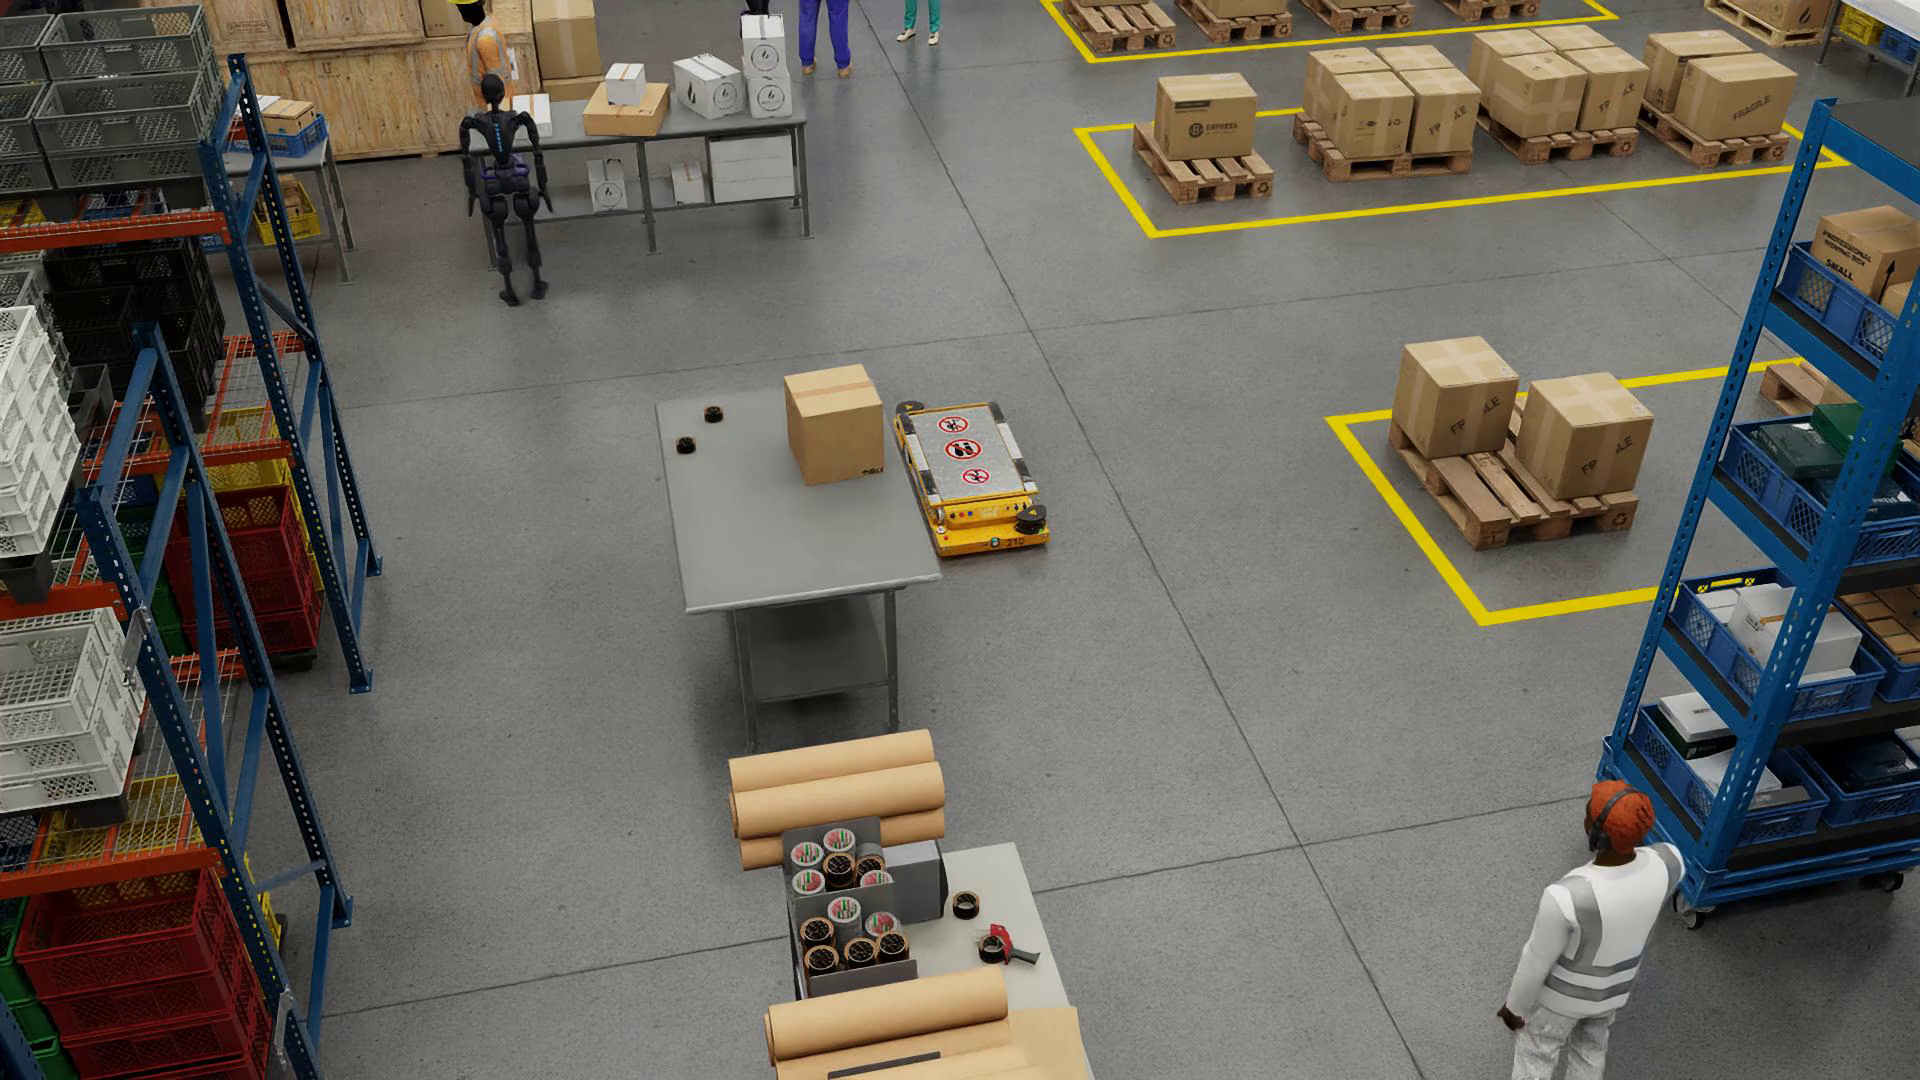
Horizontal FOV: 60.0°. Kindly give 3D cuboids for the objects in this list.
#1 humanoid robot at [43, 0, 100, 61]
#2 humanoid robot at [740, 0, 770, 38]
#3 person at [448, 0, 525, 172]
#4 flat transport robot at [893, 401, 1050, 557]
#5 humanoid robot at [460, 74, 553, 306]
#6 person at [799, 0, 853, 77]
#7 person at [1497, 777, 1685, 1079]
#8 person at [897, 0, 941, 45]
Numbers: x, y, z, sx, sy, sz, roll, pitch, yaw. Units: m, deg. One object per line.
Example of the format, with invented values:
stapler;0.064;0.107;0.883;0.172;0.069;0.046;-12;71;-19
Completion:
humanoid robot;-7.352;-4.047;13.818;0.359;1.646;0.593;-4;37;-5
humanoid robot;-1.706;-4.269;14.109;0.339;1.650;0.573;-2;37;-3
person;-3.556;-3.330;12.645;0.379;1.922;0.586;-10;38;-14
flat transport robot;0.046;-0.430;10.108;0.652;0.197;1.431;-8;37;-10
humanoid robot;-3.178;-2.458;11.675;0.567;1.653;0.318;-9;38;-12
person;-1.249;-5.261;15.142;0.680;2.000;0.536;9;37;11
person;2.240;1.607;6.054;0.567;1.877;0.344;-12;38;-16
person;-0.382;-5.629;15.864;0.524;1.768;0.314;12;38;16
